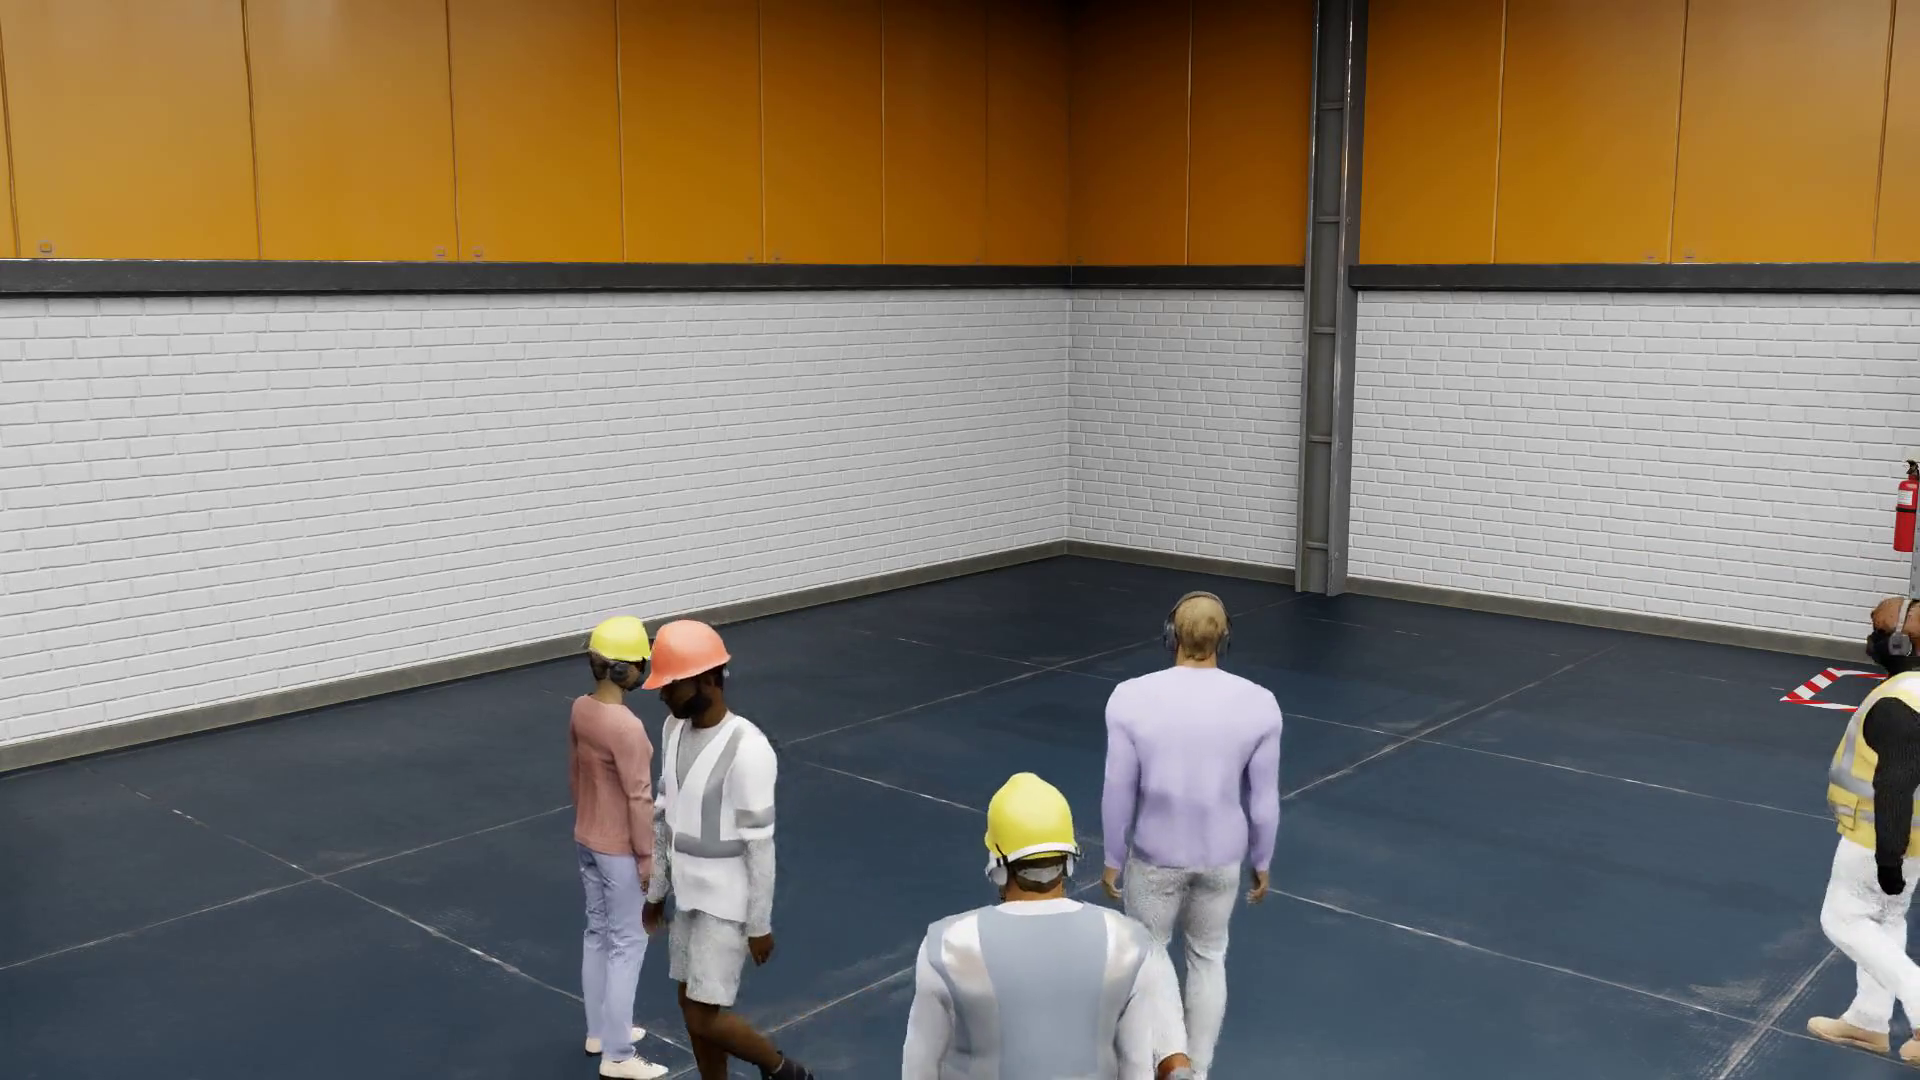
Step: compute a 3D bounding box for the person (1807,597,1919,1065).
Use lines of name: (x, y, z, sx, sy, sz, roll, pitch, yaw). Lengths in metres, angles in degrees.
person: (3.595, 1.120, 6.355, 0.630, 1.828, 0.516, -9, 13, -44)

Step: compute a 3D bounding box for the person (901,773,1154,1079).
person: (0.152, 1.473, 4.191, 0.604, 1.812, 0.570, -2, 9, -14)

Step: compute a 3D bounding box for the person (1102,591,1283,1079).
person: (0.829, 1.136, 5.953, 0.644, 1.919, 0.513, 0, 9, -1)

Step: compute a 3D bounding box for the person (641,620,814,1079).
person: (-0.827, 1.198, 5.627, 0.472, 1.908, 0.546, -7, 11, -38)

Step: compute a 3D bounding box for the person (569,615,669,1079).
person: (-1.312, 1.165, 6.325, 0.383, 1.776, 0.539, -7, 11, -37)
